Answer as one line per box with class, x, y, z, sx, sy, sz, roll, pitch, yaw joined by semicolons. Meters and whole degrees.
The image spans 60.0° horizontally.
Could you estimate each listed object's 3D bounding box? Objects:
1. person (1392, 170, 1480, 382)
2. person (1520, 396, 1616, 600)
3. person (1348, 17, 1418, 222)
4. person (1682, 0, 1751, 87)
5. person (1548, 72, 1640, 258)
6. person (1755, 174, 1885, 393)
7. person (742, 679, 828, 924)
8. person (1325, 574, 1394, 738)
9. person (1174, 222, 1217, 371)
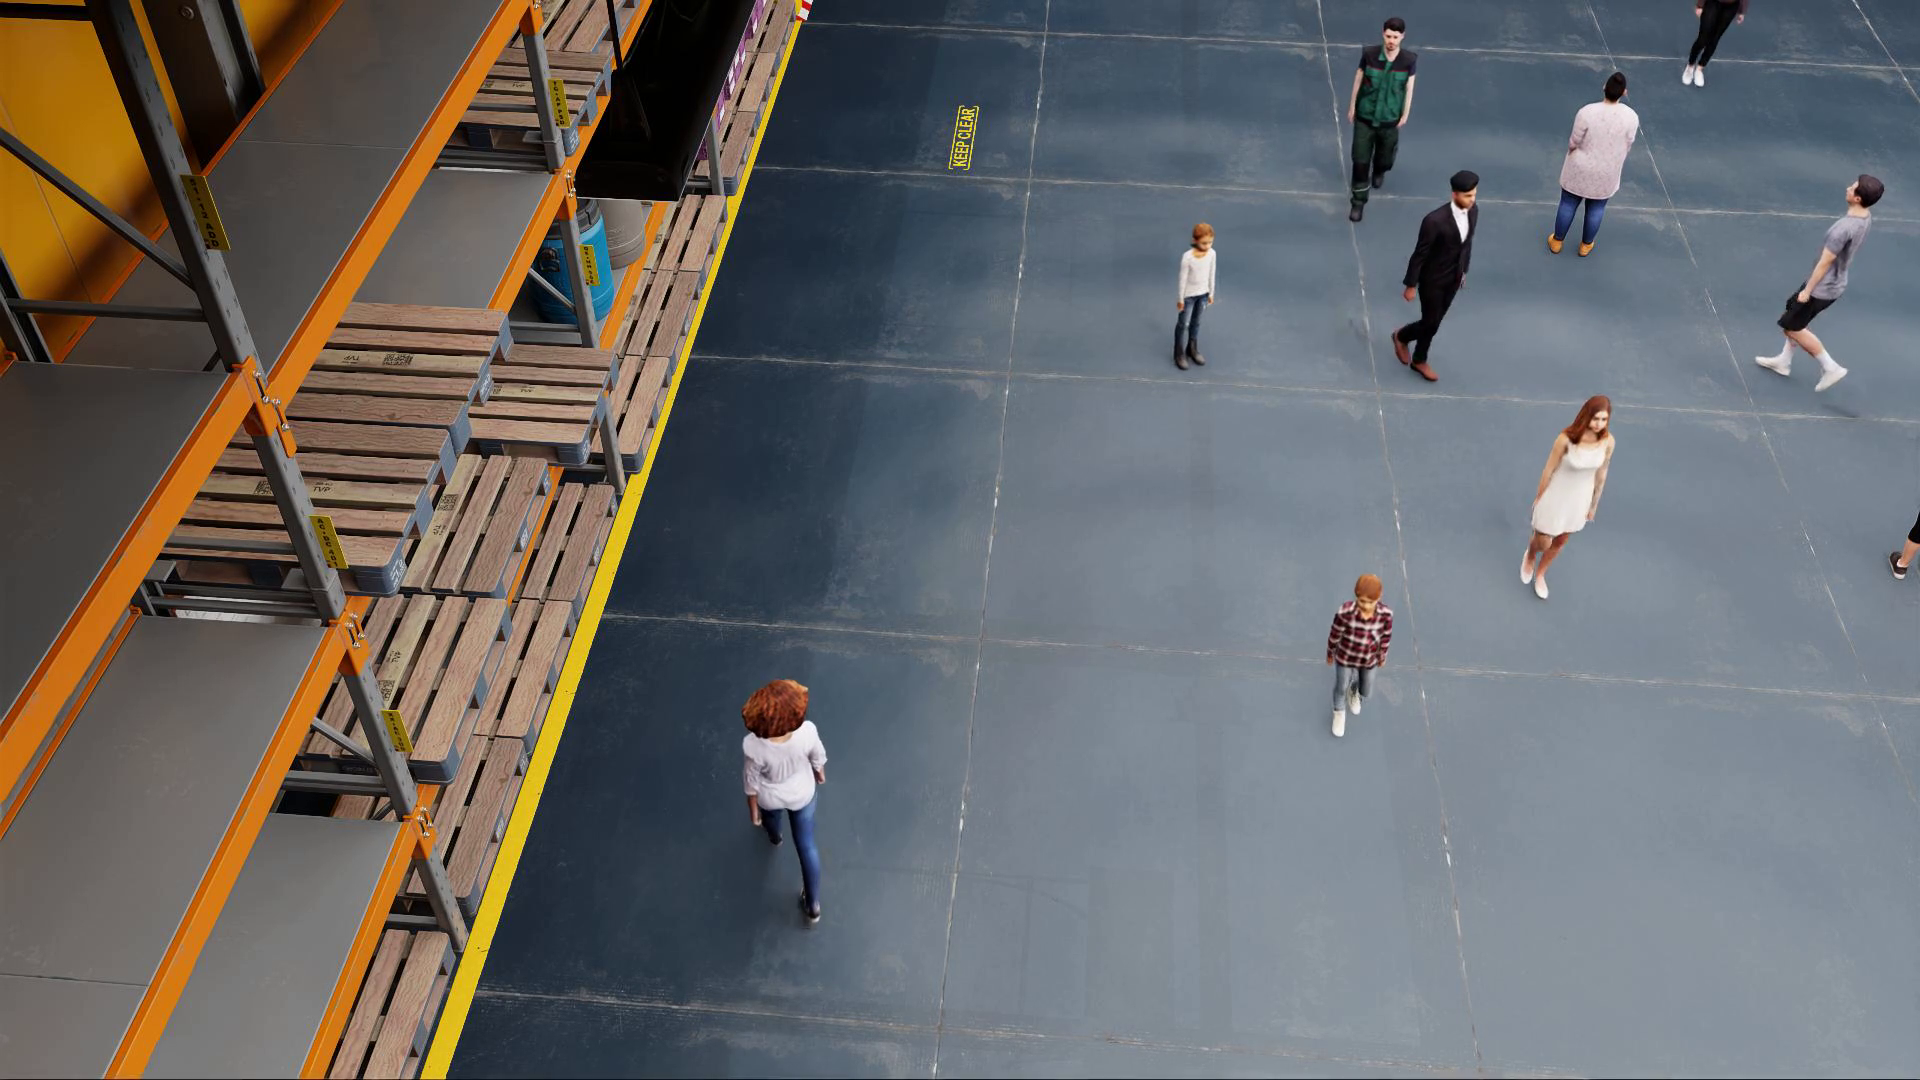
person;3.725;-2.128;13.121;0.900;1.873;0.951;-23;48;-23
person;4.130;-0.355;11.381;0.566;1.707;0.622;3;44;3
person;3.750;-3.816;14.888;0.788;1.881;1.044;11;45;11
person;7.628;-5.397;16.684;0.590;1.692;0.540;4;44;4
person;5.490;-3.257;14.401;0.728;1.743;0.680;11;45;11
person;6.805;-1.947;12.948;1.012;1.851;1.047;-34;53;-30
person;-0.968;1.498;9.463;0.903;1.669;1.209;-10;45;-11
person;2.532;0.675;10.595;0.542;1.300;0.608;5;44;5
person;1.874;-1.977;13.368;0.557;1.314;0.606;-17;46;-17
